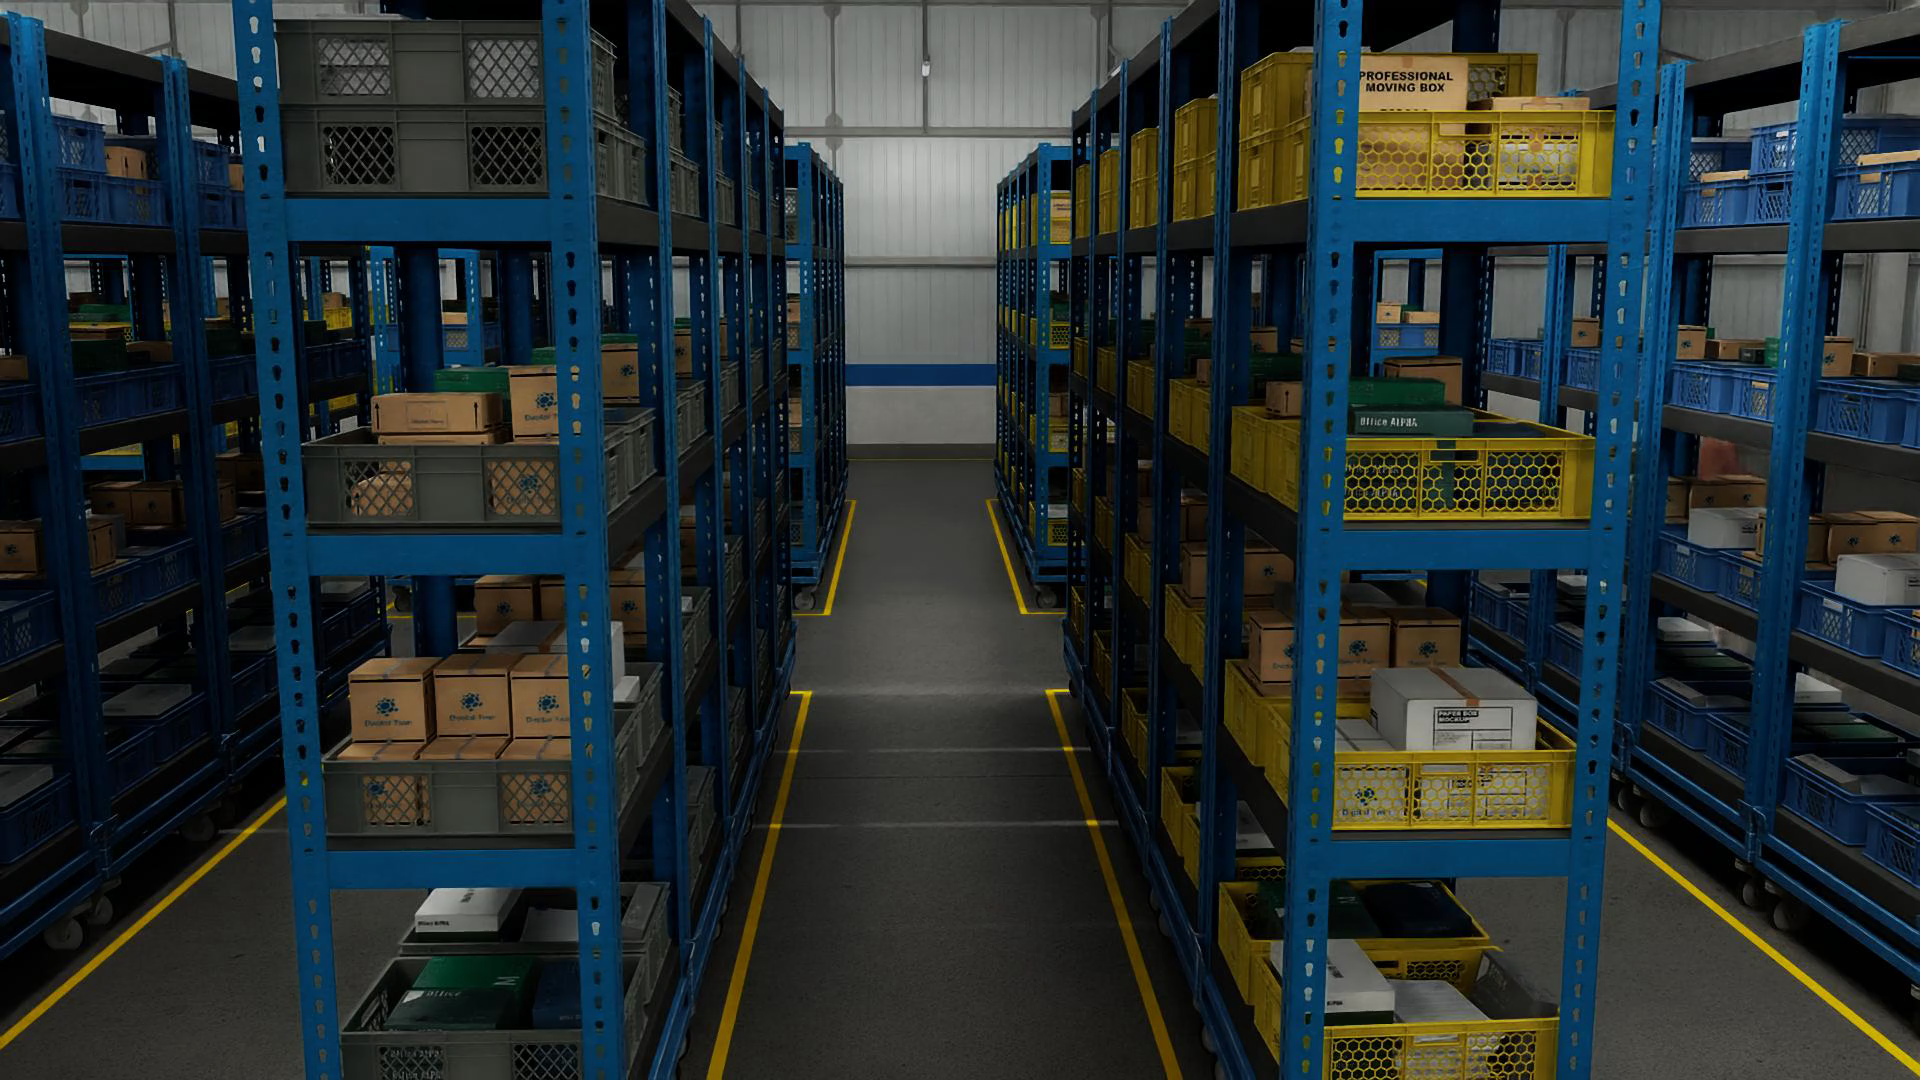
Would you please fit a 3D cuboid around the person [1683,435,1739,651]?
[{"bbox_3d":[4.672,-0.046,10.657,0.768,1.968,0.643,4,10,24],"label":"person"}]
